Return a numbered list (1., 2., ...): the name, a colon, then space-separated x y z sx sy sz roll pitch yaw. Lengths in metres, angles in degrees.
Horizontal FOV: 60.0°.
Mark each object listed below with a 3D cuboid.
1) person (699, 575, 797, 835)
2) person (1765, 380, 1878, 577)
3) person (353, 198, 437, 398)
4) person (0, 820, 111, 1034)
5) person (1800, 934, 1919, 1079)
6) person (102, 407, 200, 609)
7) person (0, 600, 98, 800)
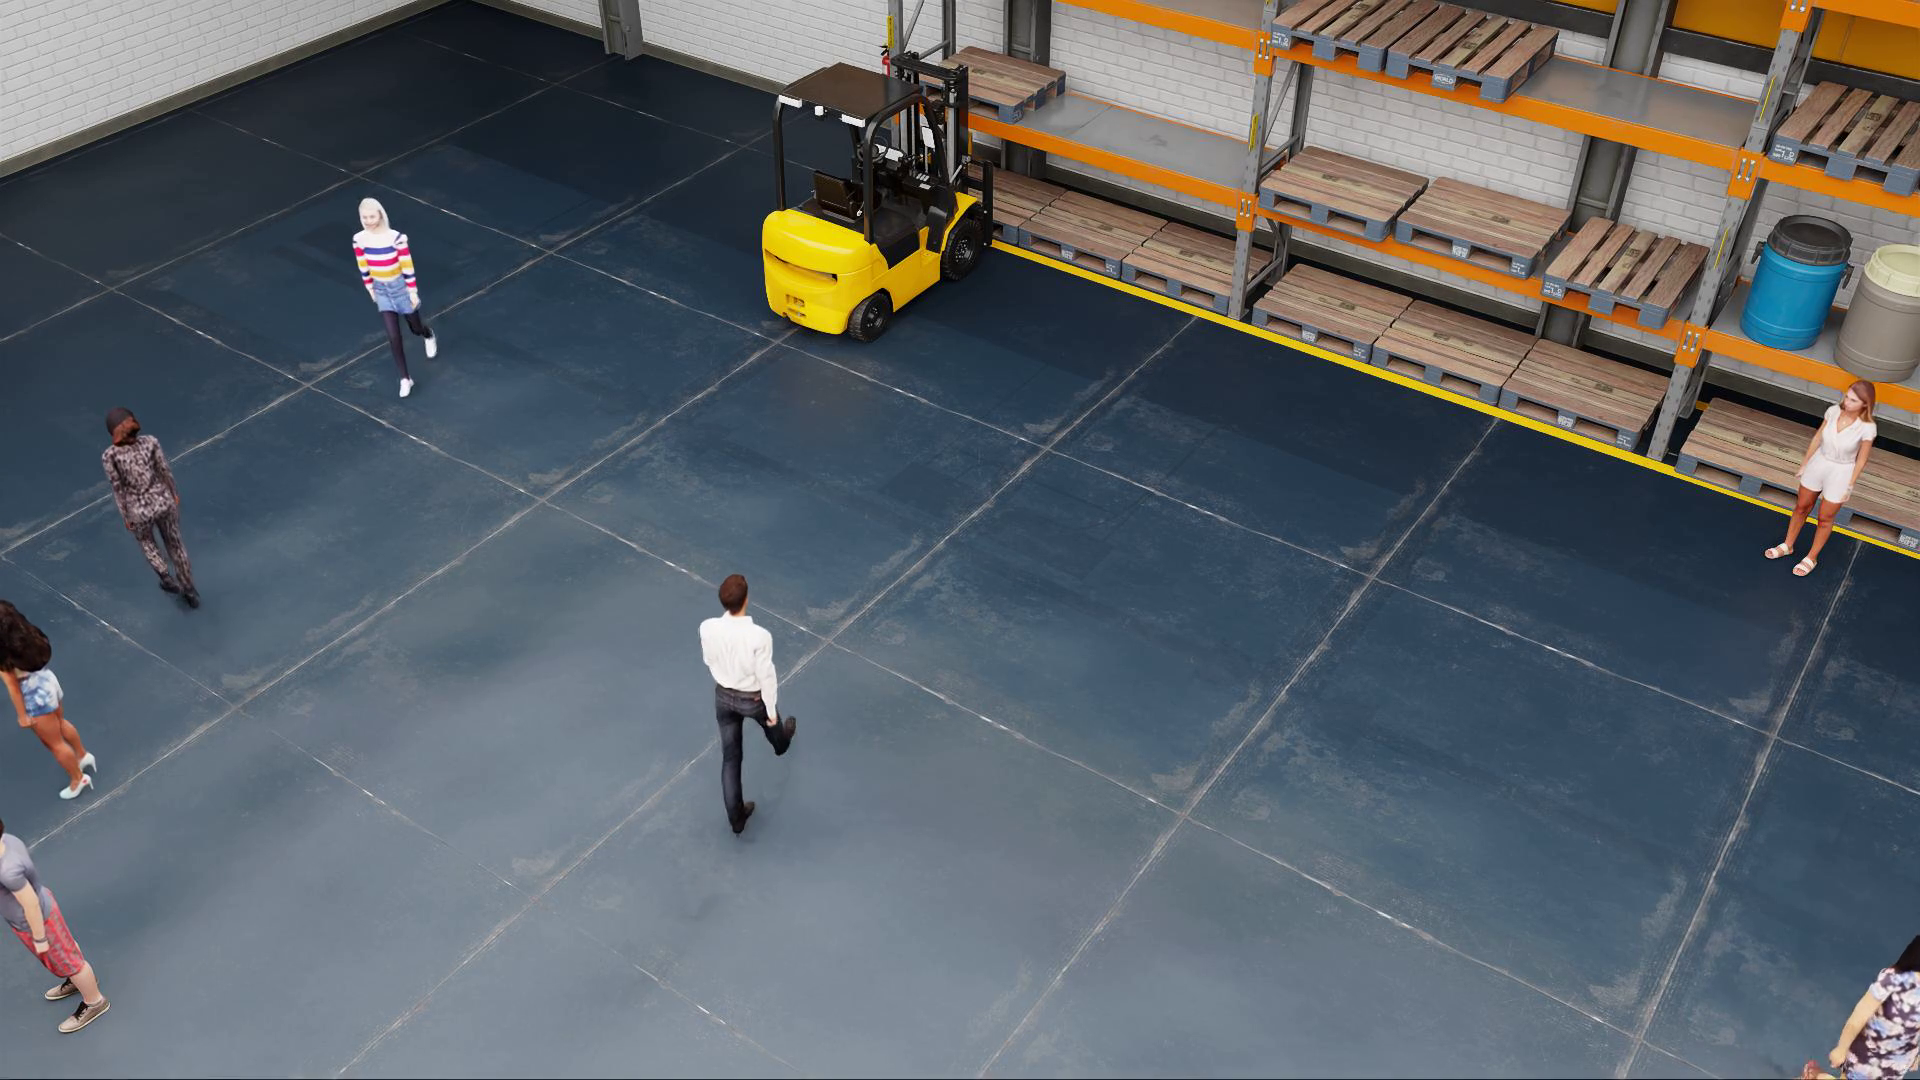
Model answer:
1. person: -1.399 1.083 10.447 1.218 1.824 1.051 8 39 10
2. person: 6.548 -0.485 12.513 0.705 1.695 0.595 -22 43 -25
3. person: -4.923 -2.205 14.595 1.126 1.785 1.102 -1 39 -1
4. person: -5.177 2.101 9.312 0.716 1.648 0.557 -25 45 -28
5. person: 4.747 2.582 8.650 0.865 1.723 0.910 -3 39 -3
6. person: -5.874 -0.187 12.140 0.679 1.694 0.748 -27 46 -30
7. person: -5.919 1.017 10.692 0.732 1.621 0.666 -9 40 -12
